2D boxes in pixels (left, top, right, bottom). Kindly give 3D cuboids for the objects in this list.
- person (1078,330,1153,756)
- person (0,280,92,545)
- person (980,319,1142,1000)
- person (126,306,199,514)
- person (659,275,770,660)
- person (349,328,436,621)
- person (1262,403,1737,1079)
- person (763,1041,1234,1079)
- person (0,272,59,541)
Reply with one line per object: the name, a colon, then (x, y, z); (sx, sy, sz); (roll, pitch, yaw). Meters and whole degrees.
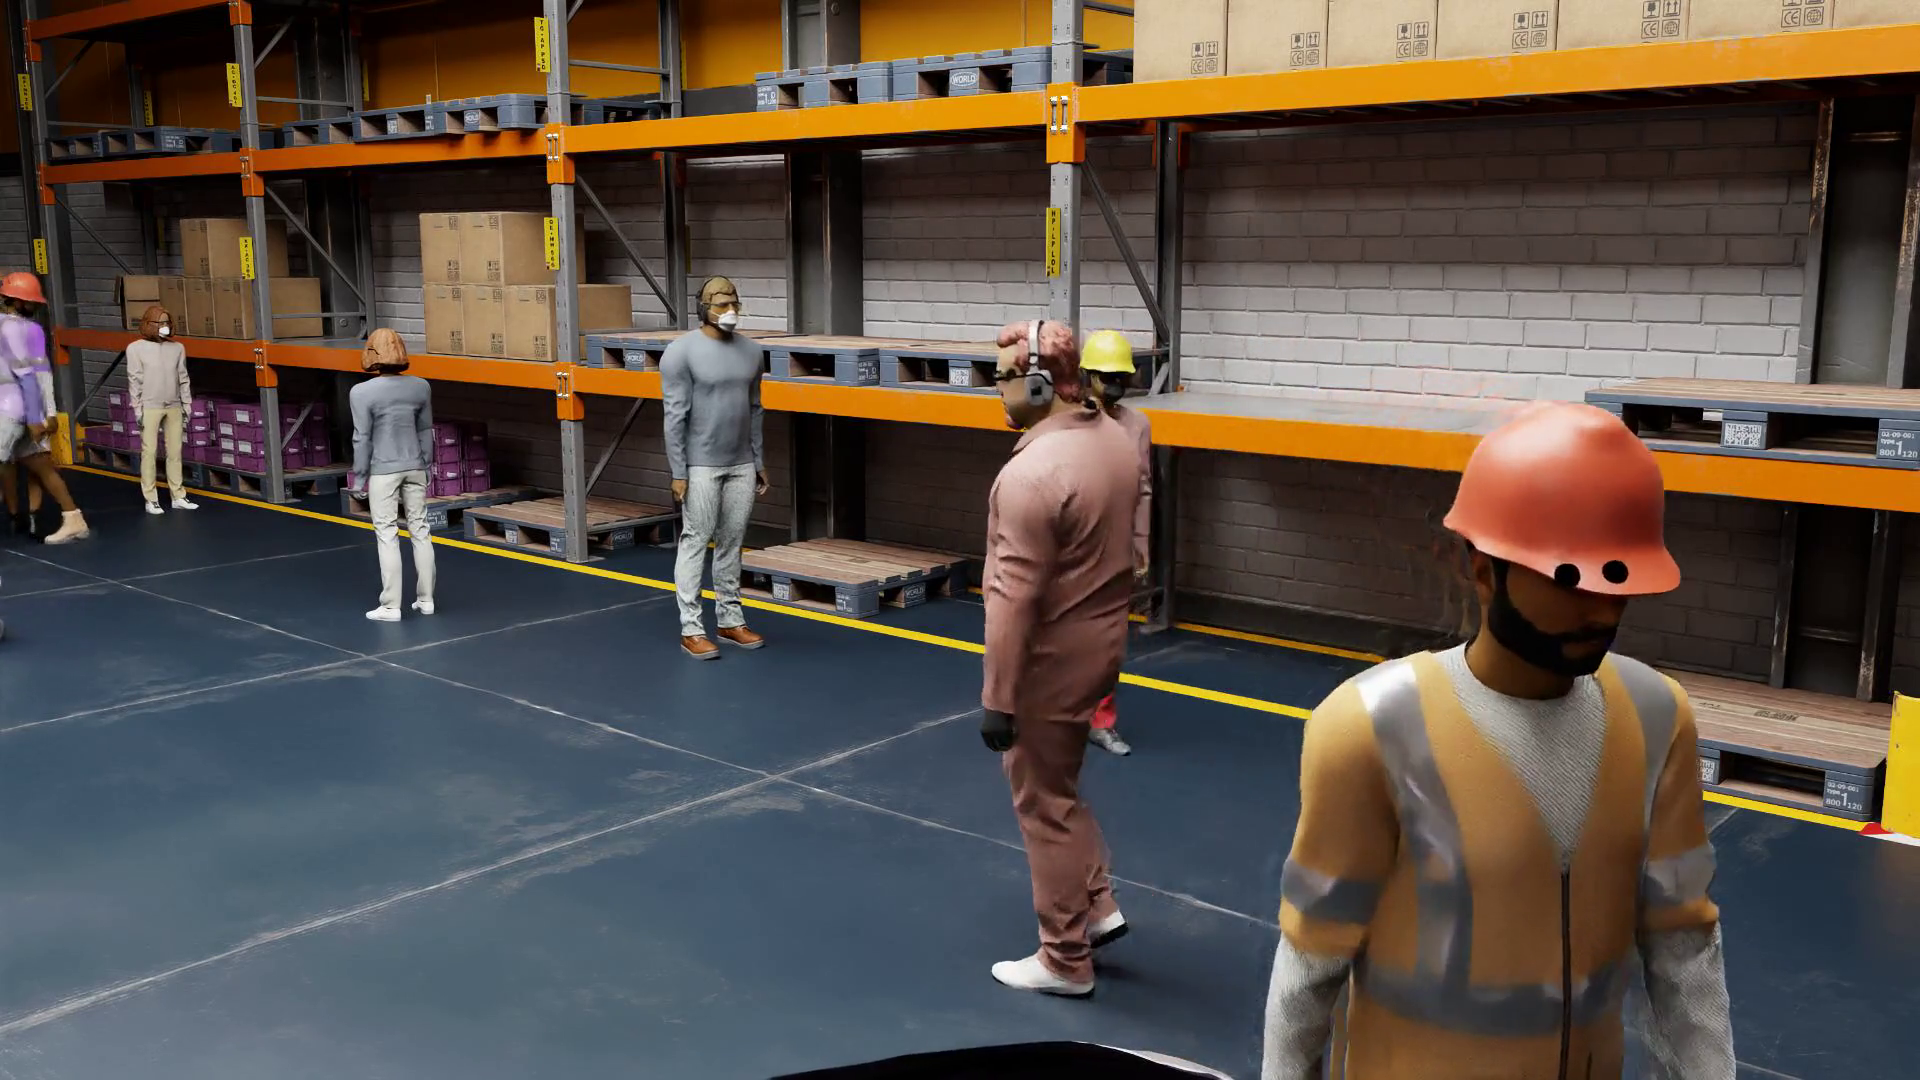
person: (0.527, 0.004, 6.874); (0.536, 1.750, 0.530); (-6, 12, -31)
person: (-6.522, -0.891, 11.350); (0.602, 1.983, 1.079); (9, 13, 41)
person: (0.236, 0.339, 4.579); (0.431, 1.885, 0.668); (5, 11, 28)
person: (-6.273, -1.021, 13.079); (0.277, 1.628, 0.500); (7, 12, 33)
person: (-1.234, -0.375, 8.508); (0.374, 1.939, 0.629); (9, 13, 42)
person: (-3.164, -0.362, 9.301); (0.285, 1.633, 0.497); (8, 13, 38)
person: (0.739, 0.775, 2.115); (0.563, 1.879, 0.980); (-3, 11, -19)
person: (-0.007, 0.948, 1.005); (0.543, 1.927, 0.375); (-3, 10, -14)
person: (-6.707, -0.949, 11.836); (0.635, 1.919, 0.622); (3, 10, 15)
